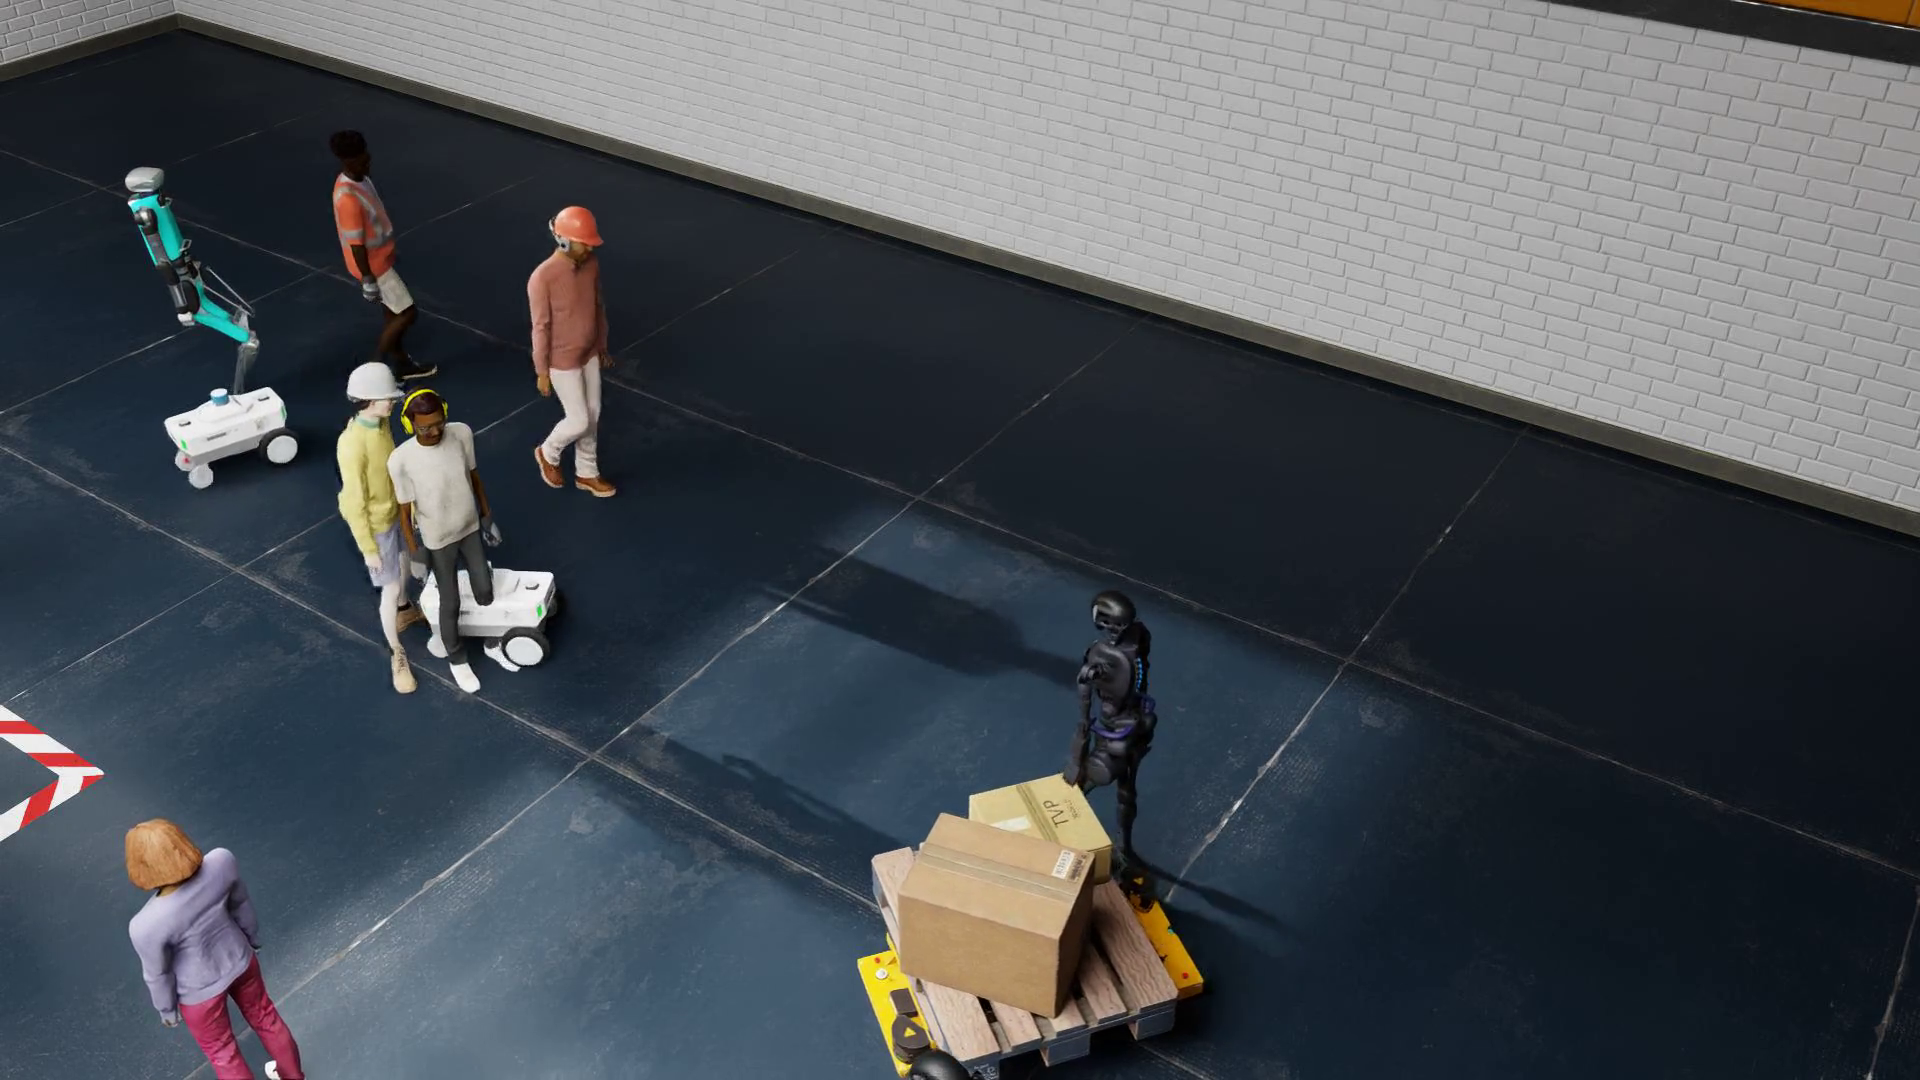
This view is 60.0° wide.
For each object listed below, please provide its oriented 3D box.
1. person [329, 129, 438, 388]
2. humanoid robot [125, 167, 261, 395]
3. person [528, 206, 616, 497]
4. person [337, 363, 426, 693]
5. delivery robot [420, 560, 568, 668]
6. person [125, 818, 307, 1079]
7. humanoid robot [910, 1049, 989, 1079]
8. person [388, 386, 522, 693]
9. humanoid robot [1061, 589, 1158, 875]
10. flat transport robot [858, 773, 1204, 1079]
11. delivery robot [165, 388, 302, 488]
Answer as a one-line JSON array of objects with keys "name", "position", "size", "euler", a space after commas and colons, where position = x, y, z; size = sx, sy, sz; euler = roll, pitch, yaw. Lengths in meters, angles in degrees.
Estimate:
[{"name": "person", "position": [-4.059, -1.951, 11.602], "size": [0.428, 1.939, 0.650], "euler": [-12, 37, -17]}, {"name": "humanoid robot", "position": [-5.149, -1.715, 11.448], "size": [0.698, 1.794, 0.530], "euler": [-9, 36, -13]}, {"name": "person", "position": [-2.422, -1.159, 10.439], "size": [0.505, 1.962, 0.650], "euler": [17, 38, 23]}, {"name": "person", "position": [-3.129, -0.110, 9.045], "size": [0.455, 1.856, 0.825], "euler": [-1, 35, -1]}, {"name": "delivery robot", "position": [-2.658, 0.383, 9.465], "size": [0.797, 0.593, 0.499], "euler": [1, 35, 2]}, {"name": "person", "position": [-2.963, 1.728, 6.607], "size": [0.283, 1.627, 0.501], "euler": [16, 38, 21]}, {"name": "humanoid robot", "position": [-0.082, 2.300, 5.738], "size": [0.350, 1.649, 0.600], "euler": [20, 40, 26]}, {"name": "person", "position": [-2.706, -0.010, 8.897], "size": [0.343, 1.856, 0.528], "euler": [27, 43, 33]}, {"name": "humanoid robot", "position": [0.718, 0.905, 7.741], "size": [0.338, 1.645, 0.586], "euler": [24, 42, 30]}, {"name": "flat transport robot", "position": [0.313, 1.934, 7.499], "size": [1.431, 0.231, 0.659], "euler": [-11, 37, -16]}, {"name": "delivery robot", "position": [-4.827, -0.723, 11.065], "size": [0.808, 0.614, 0.499], "euler": [-25, 42, -31]}]
